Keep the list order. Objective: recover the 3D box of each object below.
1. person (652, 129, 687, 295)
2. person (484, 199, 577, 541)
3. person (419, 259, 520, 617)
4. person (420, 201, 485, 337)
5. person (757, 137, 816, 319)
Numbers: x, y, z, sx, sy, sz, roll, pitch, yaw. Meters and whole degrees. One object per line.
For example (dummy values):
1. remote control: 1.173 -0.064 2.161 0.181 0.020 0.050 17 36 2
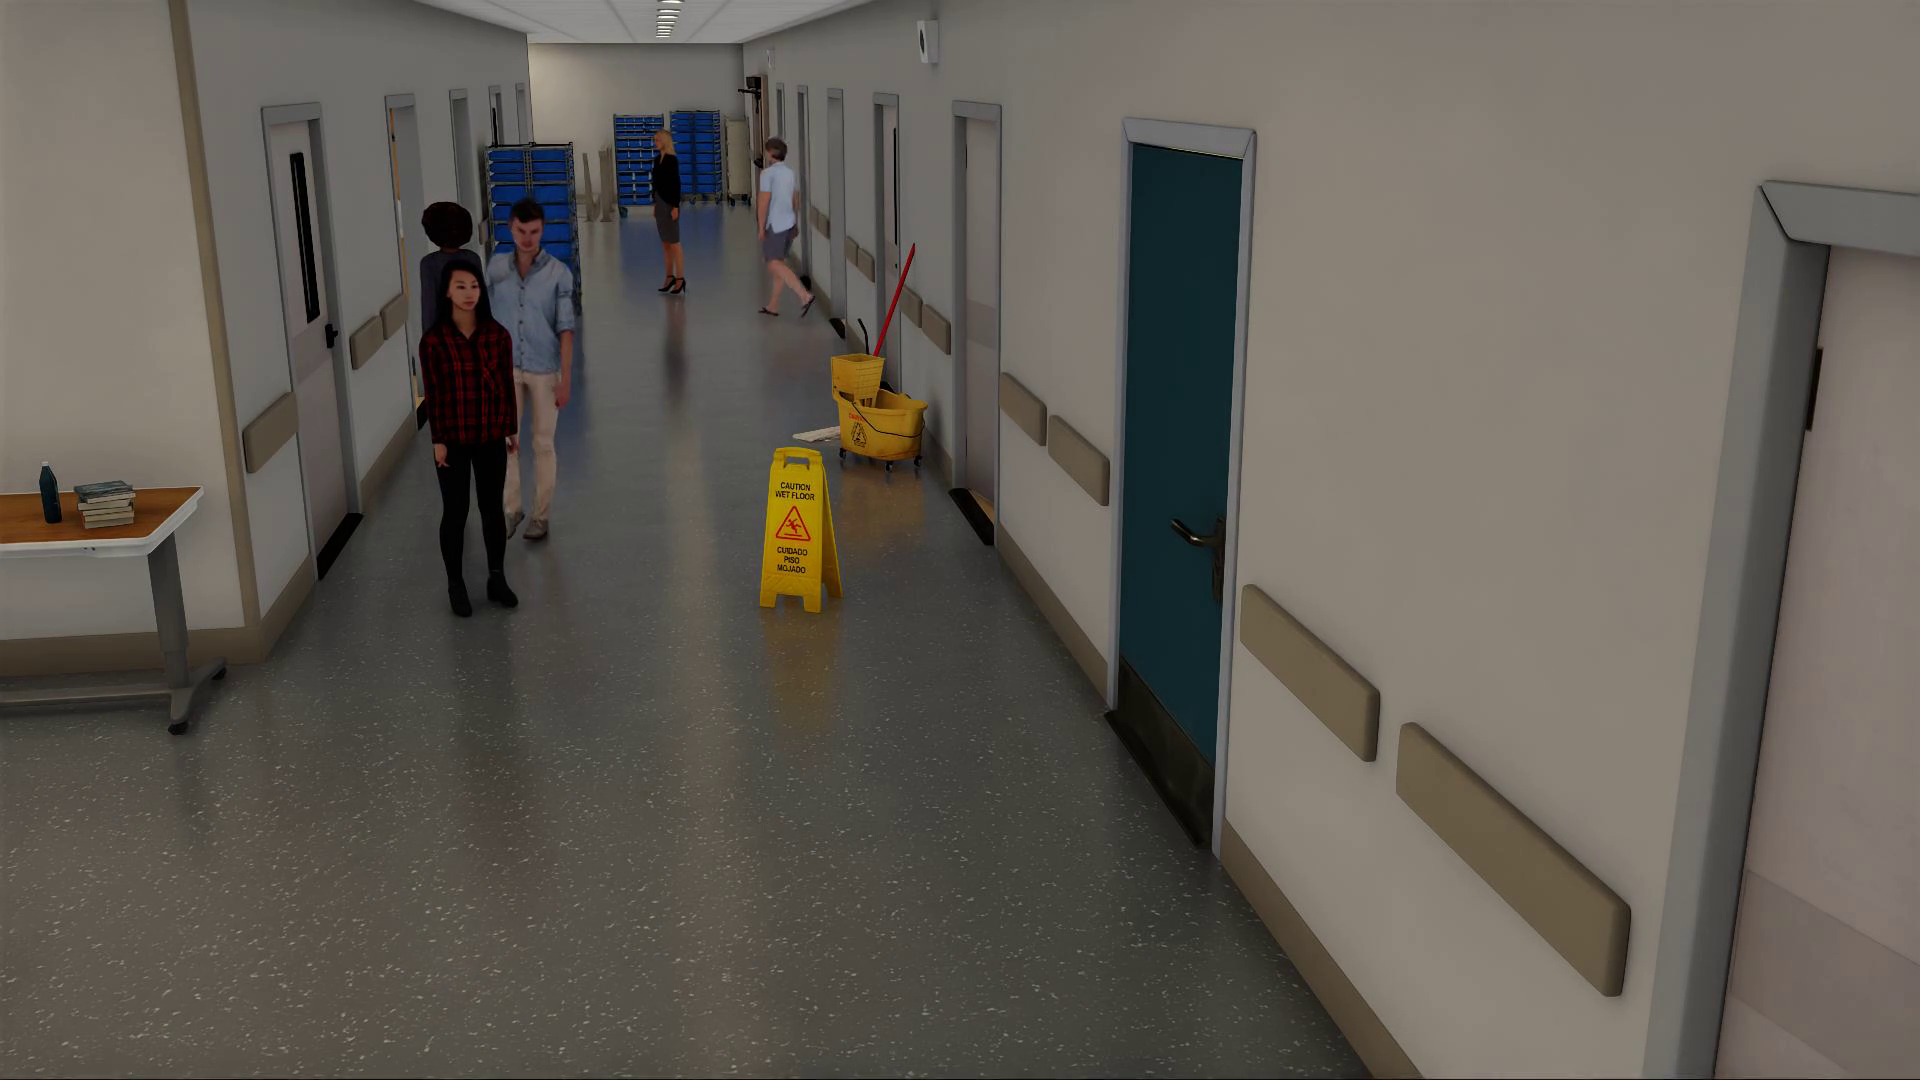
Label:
1. person: -3.317 -3.731 18.929 0.761 1.841 0.654 -13 21 -39
2. person: -2.296 -0.911 8.958 0.712 1.823 0.678 1 16 4
3. person: -2.287 -0.476 7.737 0.657 1.649 0.658 -11 19 -35
4. person: -3.096 -1.216 10.249 0.663 1.710 0.662 -12 20 -37
5. person: -1.775 -3.151 16.930 1.201 1.809 1.133 11 19 34
